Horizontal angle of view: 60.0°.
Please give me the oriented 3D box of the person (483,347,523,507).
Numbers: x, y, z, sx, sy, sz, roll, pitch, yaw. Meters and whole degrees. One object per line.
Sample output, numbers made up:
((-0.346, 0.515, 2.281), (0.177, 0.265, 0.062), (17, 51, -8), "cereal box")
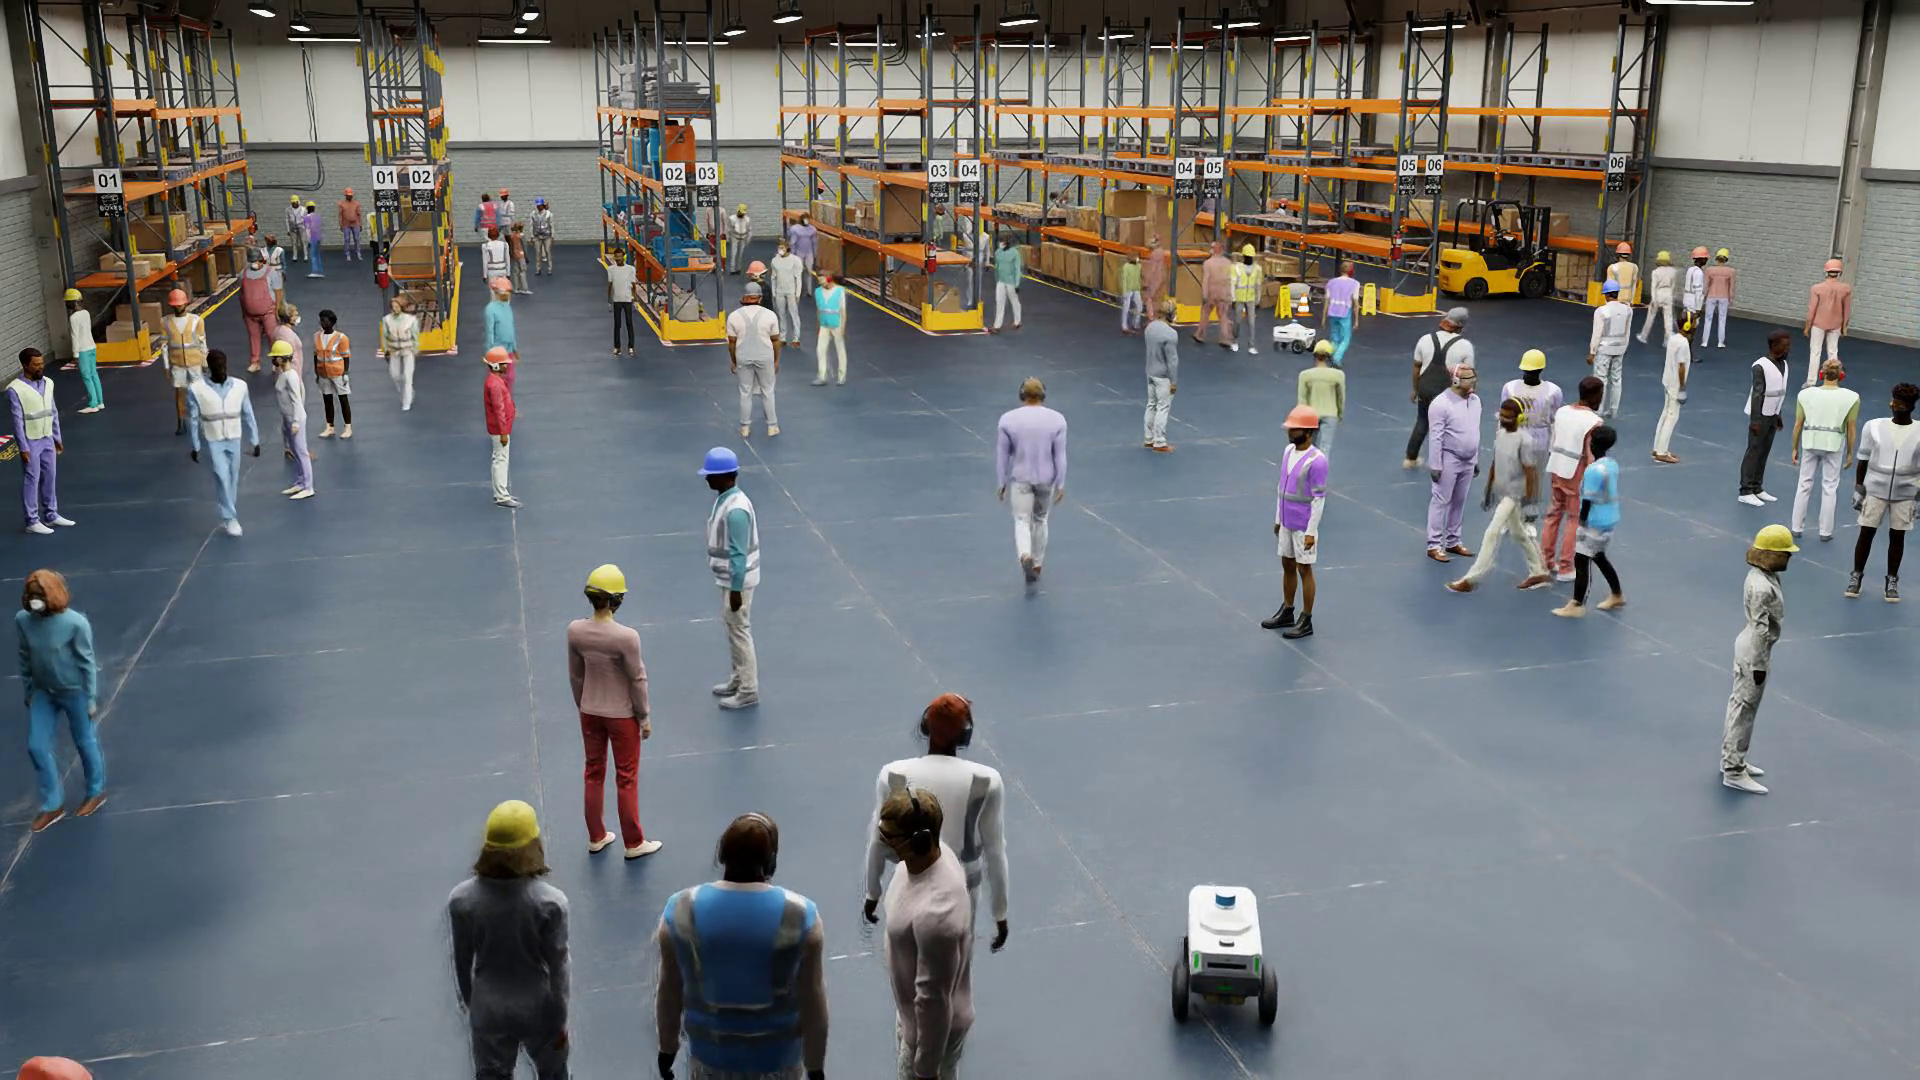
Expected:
((-4.993, -1.234, 18.129), (0.330, 1.751, 0.563), (-5, 16, -19), "person")

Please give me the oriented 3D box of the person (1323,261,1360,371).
((6.120, -3.591, 26.870), (0.594, 1.816, 0.605), (11, 18, 35), "person")

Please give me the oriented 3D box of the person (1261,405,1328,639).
((2.774, -0.157, 13.715), (0.347, 1.943, 0.545), (-7, 16, -24), "person")

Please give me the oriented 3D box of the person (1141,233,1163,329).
((3.696, -4.970, 31.999), (0.401, 1.866, 0.692), (3, 15, 13), "person")

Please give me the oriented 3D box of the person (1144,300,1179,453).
((2.527, -2.041, 20.842), (0.381, 1.927, 0.640), (-7, 16, -25), "person")

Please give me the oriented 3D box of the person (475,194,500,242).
((-13.091, -8.647, 45.932), (0.633, 1.791, 0.954), (-14, 20, -42), "person")

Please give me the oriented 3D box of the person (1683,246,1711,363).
((12.409, -3.974, 28.083), (0.354, 1.942, 0.545), (2, 15, 6), "person")

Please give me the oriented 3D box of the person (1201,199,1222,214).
((7.271, -9.402, 48.365), (0.624, 2.022, 0.641), (-9, 18, -32), "person")

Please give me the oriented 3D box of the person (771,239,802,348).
((-3.098, -4.399, 29.707), (0.629, 1.932, 0.368), (7, 16, 25), "person")

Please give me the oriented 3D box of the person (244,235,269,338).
((-13.090, -4.721, 30.994), (0.668, 1.897, 0.401), (12, 19, 38), "person")

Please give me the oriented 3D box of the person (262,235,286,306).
((-14.133, -5.465, 34.276), (0.513, 1.638, 0.313), (0, 15, 1), "person")

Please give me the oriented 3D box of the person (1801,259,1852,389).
((13.177, -3.266, 25.314), (0.622, 1.992, 0.395), (1, 15, 5), "person")

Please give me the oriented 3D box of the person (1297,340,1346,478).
((4.085, -1.405, 18.858), (0.520, 1.713, 0.951), (4, 15, 16), "person")

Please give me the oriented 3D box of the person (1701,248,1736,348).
((13.521, -4.308, 29.675), (0.533, 1.768, 0.310), (7, 16, 24), "person")

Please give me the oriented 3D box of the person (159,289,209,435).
((-10.229, -2.345, 21.965), (0.551, 1.932, 0.378), (-5, 16, -19), "person")

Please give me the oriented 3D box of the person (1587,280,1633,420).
((8.939, -2.606, 22.941), (0.602, 1.939, 0.399), (-5, 16, -18), "person")

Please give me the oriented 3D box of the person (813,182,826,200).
((-4.170, -9.670, 49.542), (0.367, 1.930, 0.542), (2, 15, 7), "person")

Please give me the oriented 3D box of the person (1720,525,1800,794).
((5.143, 0.746, 10.699), (0.297, 1.744, 0.487), (6, 16, 22), "person")

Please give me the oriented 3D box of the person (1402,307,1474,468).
((5.693, -1.788, 19.664), (0.772, 2.000, 0.550), (11, 19, 36), "person")

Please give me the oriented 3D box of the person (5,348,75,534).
((-9.468, -1.023, 17.050), (0.396, 1.910, 0.587), (2, 15, 9), "person")

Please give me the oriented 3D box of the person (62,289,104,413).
((-12.452, -2.683, 23.579), (0.340, 1.757, 0.518), (-1, 15, -4), "person")

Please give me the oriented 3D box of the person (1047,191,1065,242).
((2.755, -9.027, 47.349), (0.551, 1.816, 0.757), (-14, 21, -43), "person")

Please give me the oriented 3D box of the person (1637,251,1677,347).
((12.620, -4.342, 29.945), (0.491, 1.693, 0.913), (-1, 15, -5), "person")

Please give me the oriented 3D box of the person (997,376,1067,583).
((0.659, -0.531, 15.200), (0.636, 1.911, 0.799), (0, 15, -1), "person")

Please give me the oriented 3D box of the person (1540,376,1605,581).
((5.656, -0.569, 15.359), (0.425, 1.904, 0.596), (-4, 15, -16), "person")

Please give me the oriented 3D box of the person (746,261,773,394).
((-3.008, -3.205, 25.084), (0.396, 1.992, 0.623), (1, 15, 5), "person")

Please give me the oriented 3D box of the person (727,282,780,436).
((-2.701, -2.394, 21.944), (0.672, 2.000, 0.536), (0, 15, 0), "person")

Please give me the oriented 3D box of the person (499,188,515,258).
((-12.621, -8.814, 46.329), (0.549, 1.929, 0.387), (13, 20, 41), "person")

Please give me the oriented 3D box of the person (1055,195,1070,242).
((3.042, -9.431, 49.300), (0.535, 1.577, 0.868), (9, 17, 31), "person")

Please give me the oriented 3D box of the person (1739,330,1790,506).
((8.840, -1.354, 18.262), (0.588, 1.922, 0.390), (-12, 19, -38), "person")

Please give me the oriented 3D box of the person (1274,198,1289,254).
((8.679, -8.344, 44.900), (0.337, 1.743, 0.563), (-1, 15, -5), "person")

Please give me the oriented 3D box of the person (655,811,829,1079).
((-0.821, 1.908, 6.242), (0.659, 1.804, 0.876), (1, 15, 3), "person")

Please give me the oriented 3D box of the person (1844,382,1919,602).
((8.225, -0.427, 14.691), (0.608, 1.962, 0.374), (8, 17, 28), "person")

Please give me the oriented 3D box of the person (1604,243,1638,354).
((11.435, -4.179, 28.861), (0.544, 1.939, 0.354), (-2, 15, -7), "person")

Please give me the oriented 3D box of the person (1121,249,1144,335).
((3.263, -4.650, 31.238), (0.526, 1.613, 0.573), (-10, 18, -33), "person")

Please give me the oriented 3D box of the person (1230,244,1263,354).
((4.990, -4.227, 29.129), (0.597, 1.909, 0.548), (-2, 15, -6), "person")

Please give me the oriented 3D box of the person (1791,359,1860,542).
((8.654, -0.895, 16.703), (0.560, 1.836, 0.394), (10, 18, 33), "person")

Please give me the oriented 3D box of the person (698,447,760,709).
((-1.667, 0.270, 12.125), (0.422, 1.935, 0.621), (-4, 16, -16), "person")

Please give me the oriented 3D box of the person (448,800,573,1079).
((-1.763, 1.831, 6.685), (0.506, 1.704, 0.856), (0, 15, 0), "person")
